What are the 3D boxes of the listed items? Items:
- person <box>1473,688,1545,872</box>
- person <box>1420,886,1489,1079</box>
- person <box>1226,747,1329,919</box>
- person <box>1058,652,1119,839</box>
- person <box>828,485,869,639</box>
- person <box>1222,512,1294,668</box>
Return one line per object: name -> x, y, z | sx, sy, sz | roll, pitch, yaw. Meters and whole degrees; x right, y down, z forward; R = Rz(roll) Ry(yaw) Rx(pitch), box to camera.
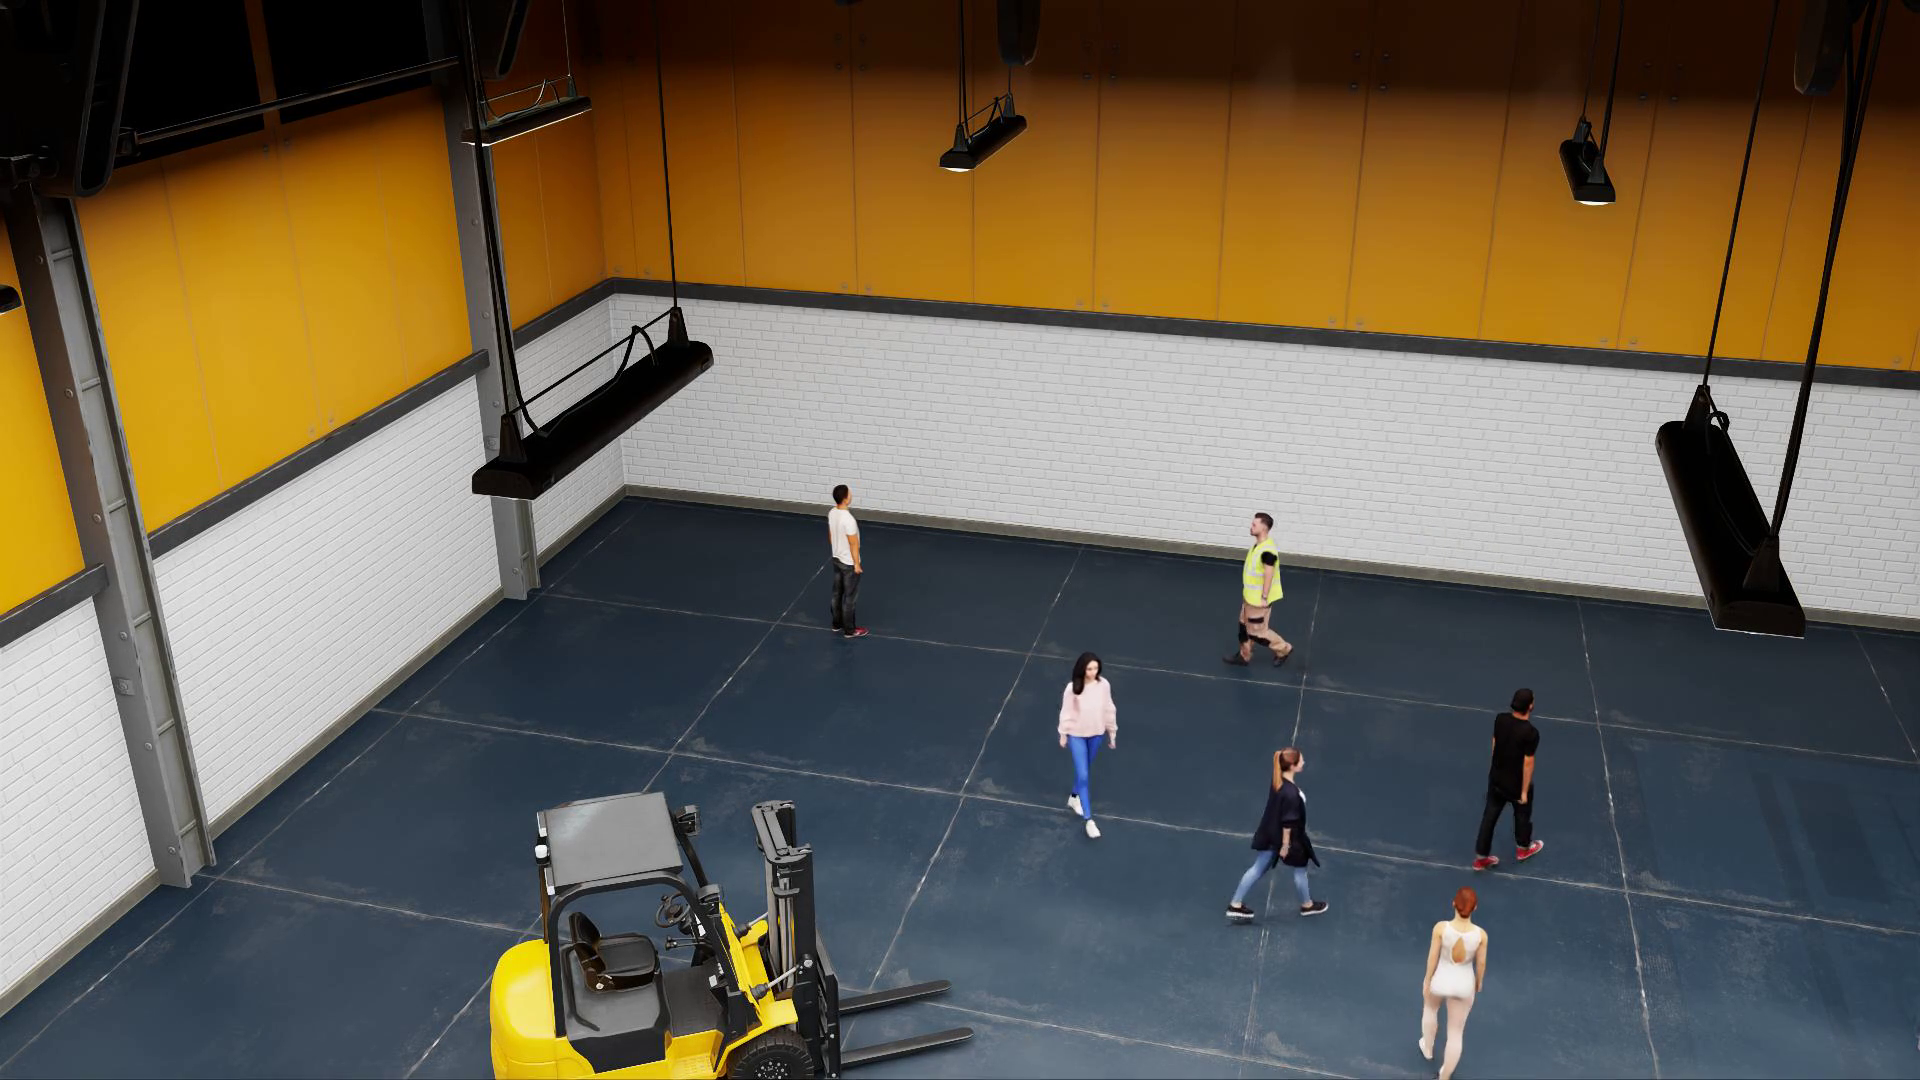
person -> 4.718, 2.118, 14.429 | 1.087, 1.732, 0.999 | -15, 28, -31
person -> 3.535, 3.257, 11.956 | 0.573, 1.627, 0.707 | 6, 24, 12
person -> 2.566, 2.466, 13.748 | 1.006, 1.639, 1.140 | -4, 24, -10
person -> 1.113, 1.769, 15.221 | 1.016, 1.738, 1.141 | -8, 25, -18
person -> -1.298, 0.221, 18.679 | 0.742, 1.804, 0.714 | -17, 29, -34
person -> 3.270, 0.566, 17.860 | 0.900, 1.828, 0.985 | 1, 24, 1
